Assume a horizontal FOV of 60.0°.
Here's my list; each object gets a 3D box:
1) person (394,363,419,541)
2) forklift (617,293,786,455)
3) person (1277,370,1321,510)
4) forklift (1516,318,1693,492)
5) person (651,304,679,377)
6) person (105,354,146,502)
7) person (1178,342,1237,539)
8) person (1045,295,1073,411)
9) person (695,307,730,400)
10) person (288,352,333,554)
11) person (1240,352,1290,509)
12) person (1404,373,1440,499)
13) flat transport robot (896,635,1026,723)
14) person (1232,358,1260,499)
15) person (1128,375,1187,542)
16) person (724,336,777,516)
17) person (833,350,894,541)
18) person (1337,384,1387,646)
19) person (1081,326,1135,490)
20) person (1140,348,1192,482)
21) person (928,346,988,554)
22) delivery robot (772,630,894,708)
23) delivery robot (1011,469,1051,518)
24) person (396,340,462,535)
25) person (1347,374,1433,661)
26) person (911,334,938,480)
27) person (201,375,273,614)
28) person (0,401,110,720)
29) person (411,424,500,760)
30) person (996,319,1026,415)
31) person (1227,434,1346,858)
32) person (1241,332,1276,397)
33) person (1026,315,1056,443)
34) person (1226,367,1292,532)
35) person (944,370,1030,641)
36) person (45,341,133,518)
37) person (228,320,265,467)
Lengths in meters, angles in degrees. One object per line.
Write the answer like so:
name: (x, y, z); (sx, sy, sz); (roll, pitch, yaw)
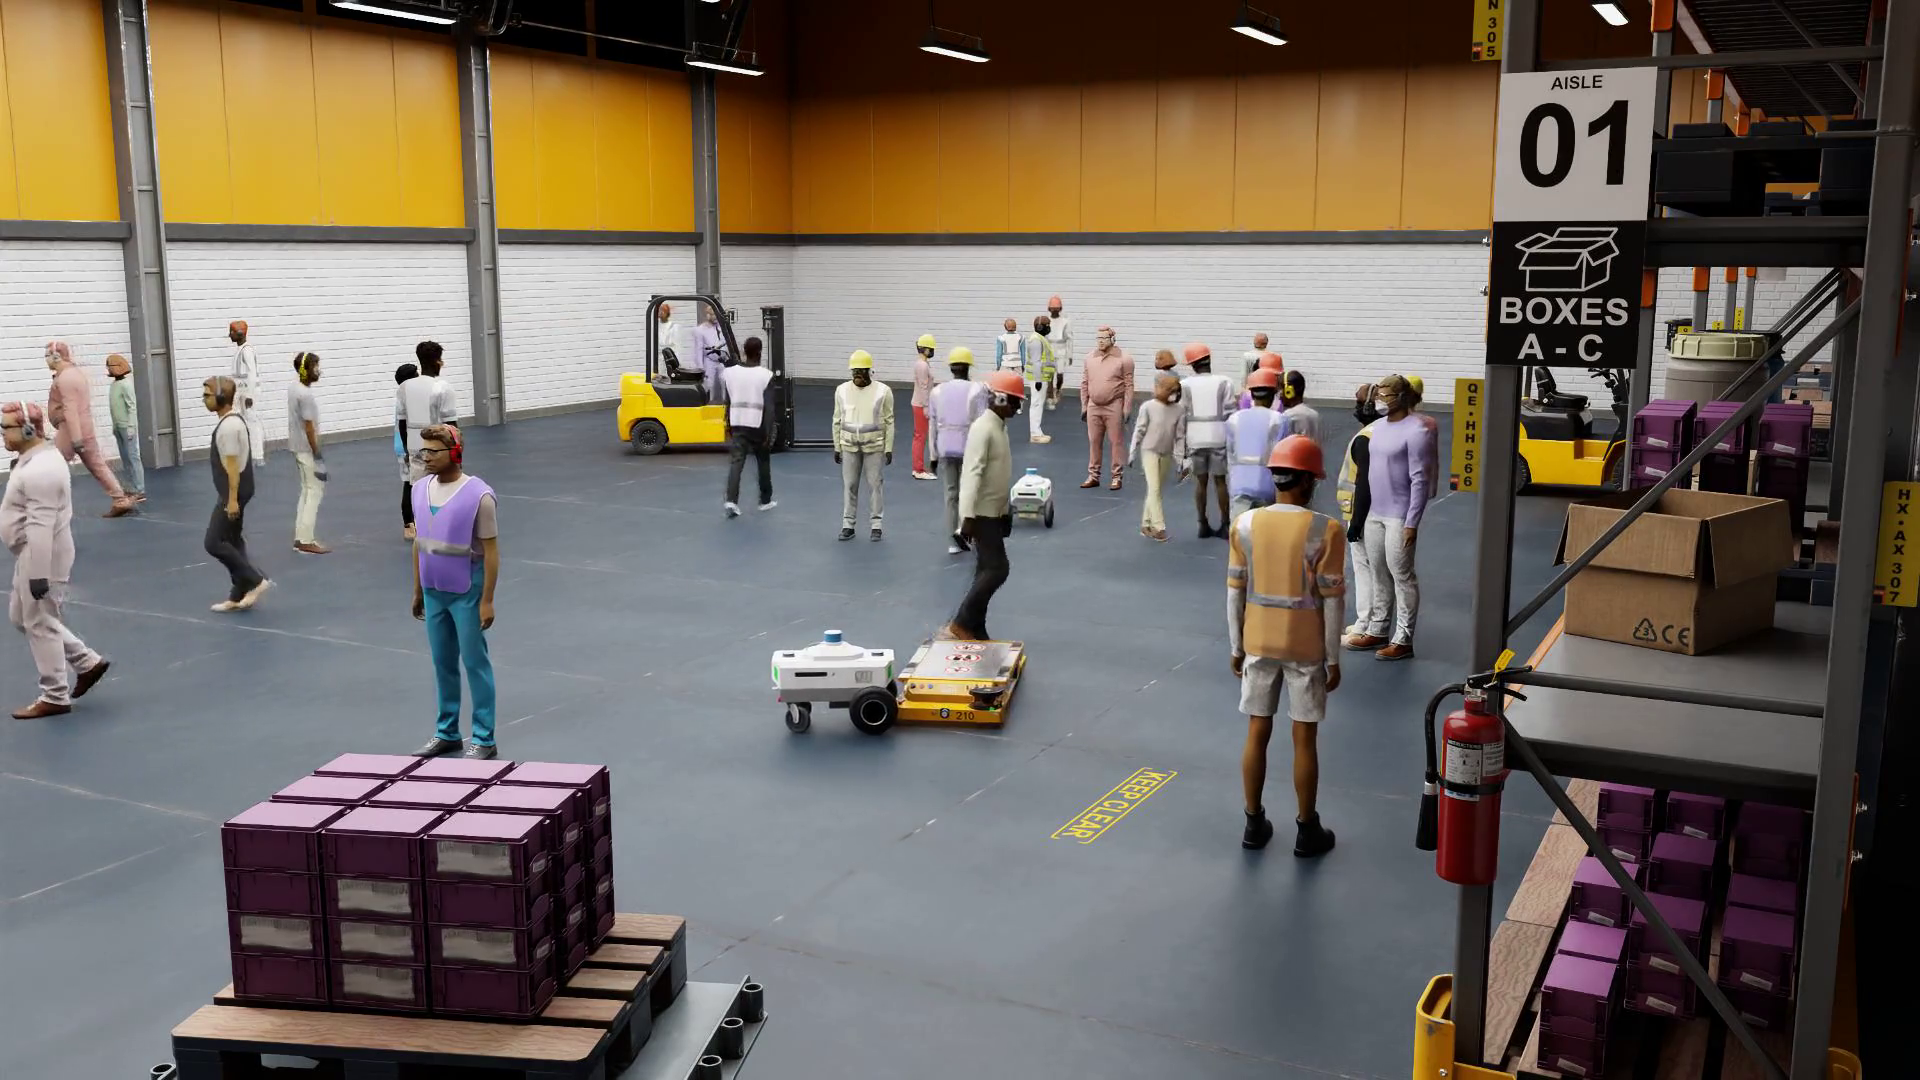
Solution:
person: (-5.249, -0.843, 15.938); (0.316, 1.700, 0.541); (-2, 10, -14)
forklift: (-3.588, -2.317, 23.042); (2.313, 2.155, 1.214); (-1, 10, -5)
person: (2.607, -0.399, 12.969); (0.554, 1.833, 0.525); (-9, 14, -43)
forklift: (7.066, -1.601, 18.899); (2.313, 2.155, 1.214); (5, 11, 27)
person: (-5.097, -3.097, 28.469); (0.616, 1.873, 0.546); (6, 12, 33)
person: (-9.256, -1.237, 18.410); (0.503, 1.632, 0.274); (10, 14, 44)
person: (2.369, -0.941, 15.982); (0.582, 1.895, 0.397); (3, 10, 15)
person: (1.661, -3.283, 29.159); (0.638, 2.015, 0.736); (0, 10, -1)
person: (-3.937, -2.852, 27.036); (0.680, 1.877, 0.833); (-6, 11, -30)
person: (-5.999, -0.786, 15.250); (0.348, 1.858, 0.577); (-6, 12, -32)
person: (2.725, -0.703, 14.611); (0.549, 1.875, 1.027); (0, 10, 0)
person: (3.690, -0.501, 13.786); (0.554, 1.749, 0.493); (5, 11, 28)
flat transport robot: (0.014, 0.843, 10.313); (0.652, 0.197, 1.431); (1, 10, 8)
person: (3.210, -1.097, 17.513); (0.879, 1.649, 0.548); (-5, 11, -25)
person: (1.923, -0.768, 15.817); (0.558, 1.582, 0.818); (-4, 11, -23)
person: (-2.229, -1.203, 17.515); (0.595, 1.880, 0.963); (2, 10, 14)
person: (-0.927, -0.898, 15.872); (0.594, 1.832, 0.403); (2, 10, 11)
person: (2.853, -0.171, 11.643); (0.429, 1.844, 0.625); (6, 11, 29)
person: (1.692, -1.529, 19.321); (0.665, 1.906, 0.401); (6, 11, 30)
person: (2.524, -1.508, 20.078); (0.784, 1.606, 0.517); (8, 13, 39)
person: (-0.010, -0.805, 15.189); (0.624, 1.891, 0.597); (3, 10, 19)
delivery robot: (-0.738, 0.767, 9.663); (0.707, 0.478, 0.477); (-1, 10, -3)
delivery robot: (0.724, -0.483, 16.897); (0.477, 0.478, 0.707); (2, 10, 9)
person: (-4.784, -0.824, 15.065); (0.612, 1.962, 0.361); (3, 10, 19)
person: (2.927, -0.157, 11.280); (0.372, 1.940, 0.629); (-4, 10, -21)
person: (-0.431, -1.616, 20.245); (0.328, 1.762, 0.523); (-1, 10, -6)
person: (-5.558, -0.332, 12.601); (0.403, 1.831, 0.542); (-4, 11, -23)
person: (-5.436, 0.114, 9.852); (0.464, 1.887, 0.664); (-5, 11, -28)
person: (-2.719, 0.289, 8.970); (0.570, 1.841, 0.381); (5, 11, 28)
person: (0.866, -2.934, 28.228); (0.514, 1.639, 0.309); (-2, 10, -12)
person: (1.496, 0.482, 7.613); (0.546, 1.928, 0.385); (6, 11, 31)
person: (4.202, -2.090, 23.336); (0.522, 1.638, 0.310); (1, 10, 4)
person: (1.177, -2.338, 24.190); (0.429, 1.841, 0.633); (1, 10, 8)
person: (2.291, -0.381, 12.801); (0.542, 1.871, 0.984); (5, 11, 26)
person: (0.225, -0.177, 11.355); (0.479, 1.952, 0.681); (2, 10, 12)
person: (-9.098, -1.111, 17.096); (1.008, 1.859, 0.654); (-2, 10, -10)
person: (-9.194, -1.883, 21.427); (0.337, 1.882, 0.584); (-6, 11, -31)
